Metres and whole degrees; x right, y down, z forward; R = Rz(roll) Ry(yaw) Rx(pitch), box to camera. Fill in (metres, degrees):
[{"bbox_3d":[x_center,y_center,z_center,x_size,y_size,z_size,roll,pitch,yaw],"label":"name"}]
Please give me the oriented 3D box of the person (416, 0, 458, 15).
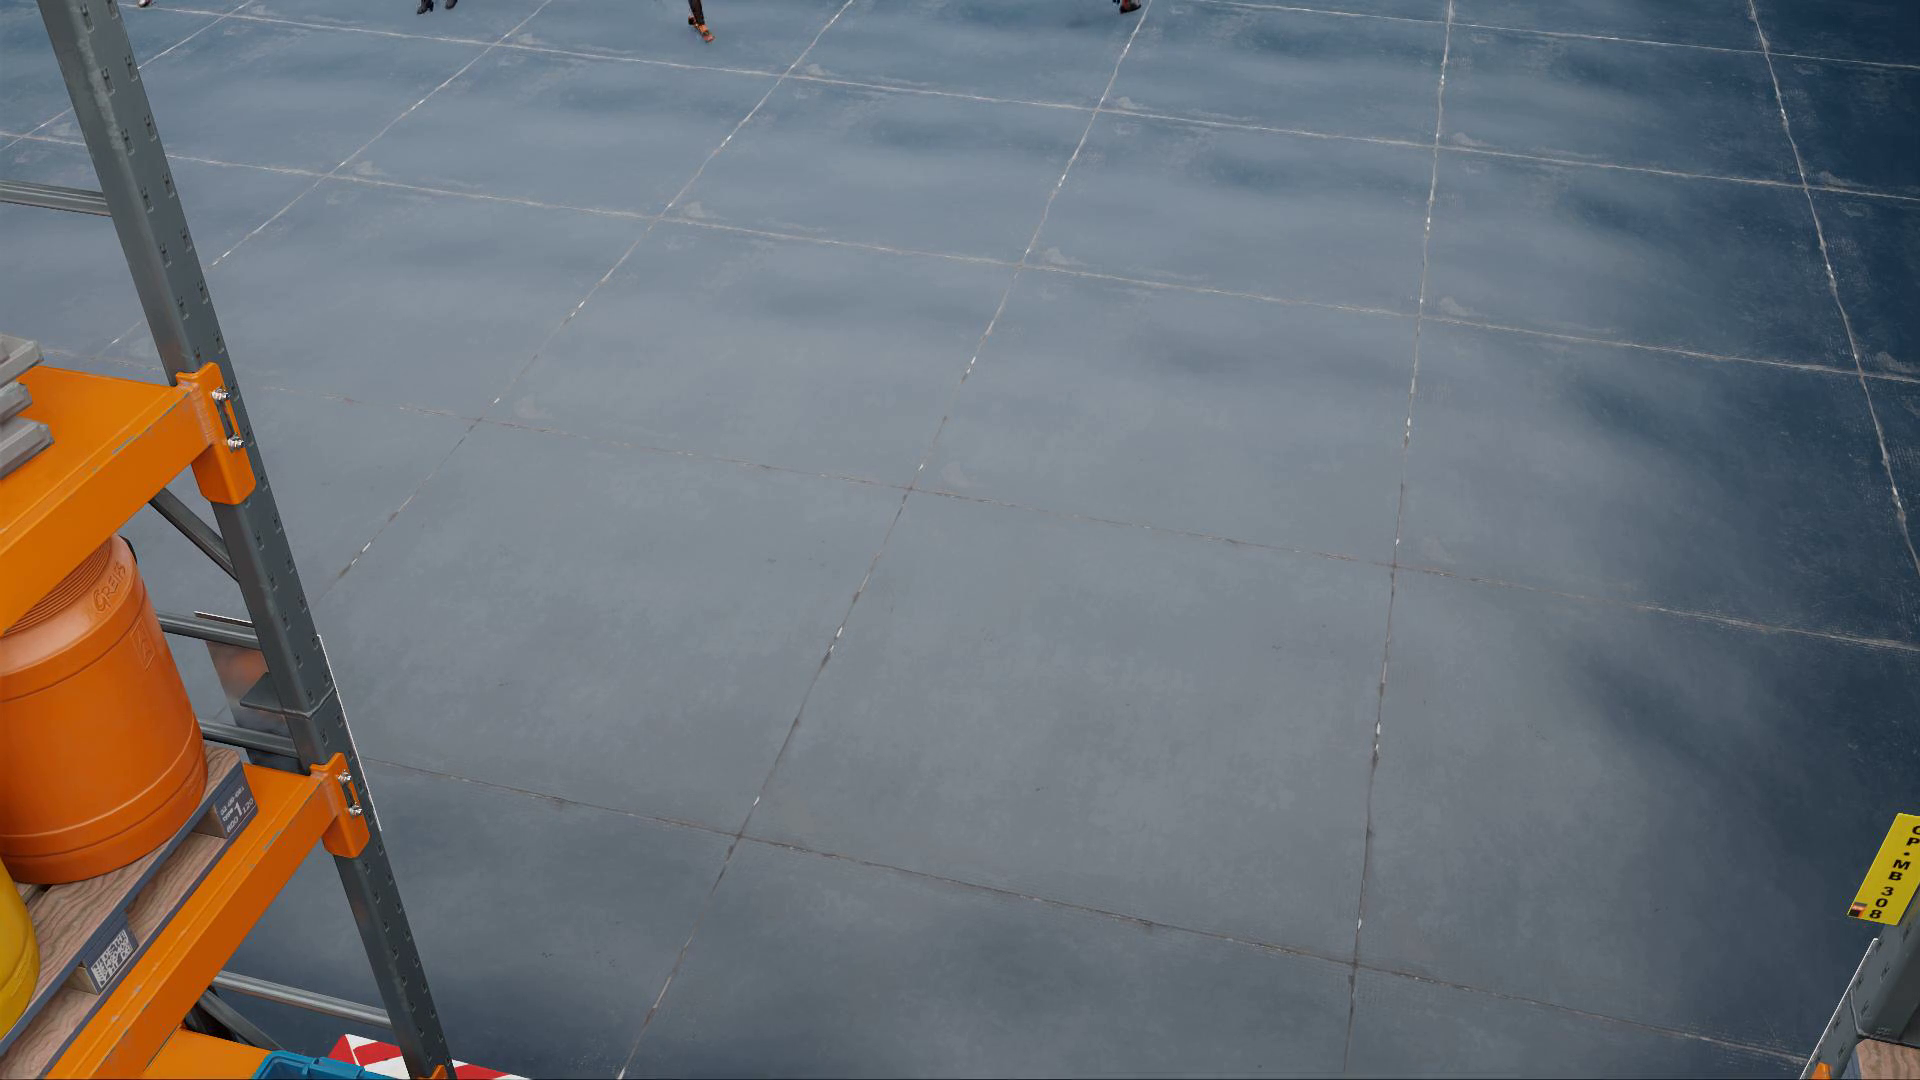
[{"bbox_3d":[-5.229,-6.083,16.574,0.646,1.570,0.790,13,40,16],"label":"person"}]
